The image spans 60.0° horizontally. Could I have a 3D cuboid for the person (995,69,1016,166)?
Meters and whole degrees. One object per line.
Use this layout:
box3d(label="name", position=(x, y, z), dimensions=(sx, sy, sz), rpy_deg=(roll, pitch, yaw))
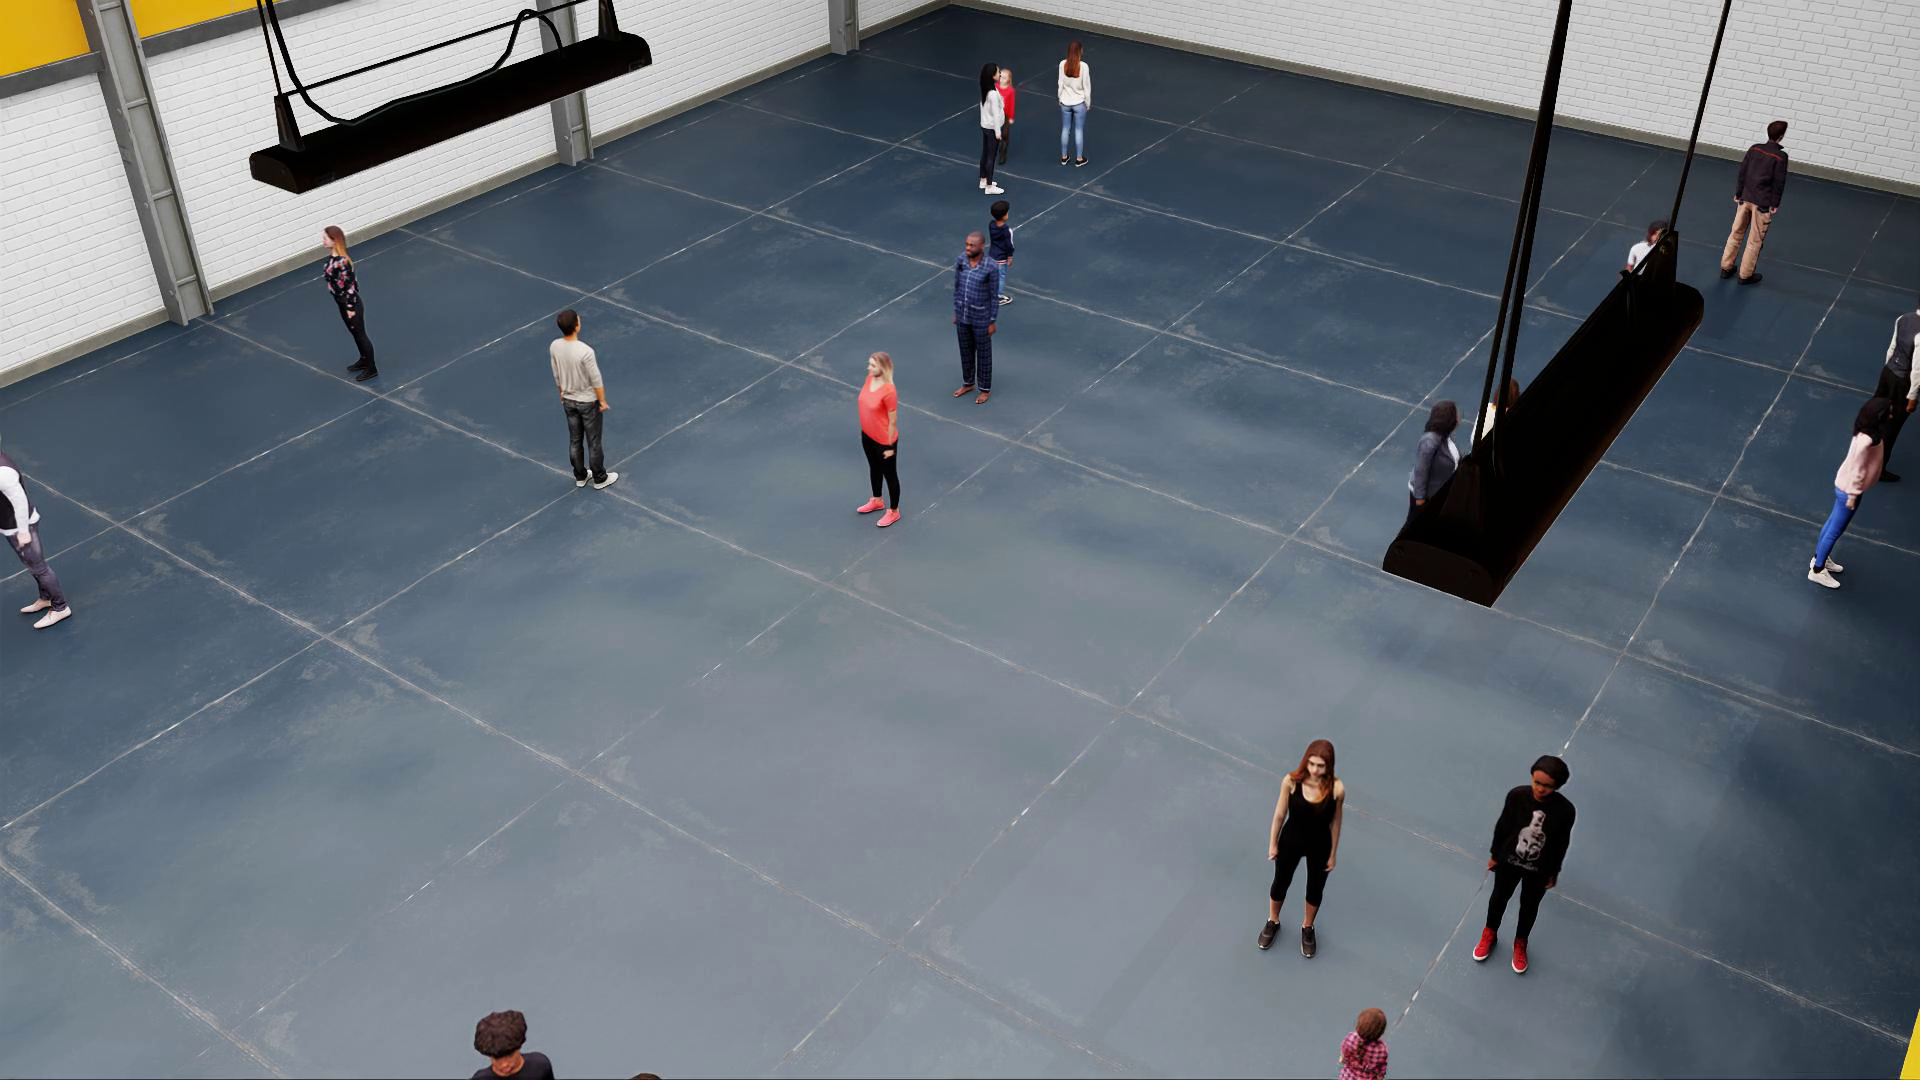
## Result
box3d(label="person", position=(0.598, -5.802, 22.688), dimensions=(0.569, 1.277, 0.679), rpy_deg=(14, 36, 19))

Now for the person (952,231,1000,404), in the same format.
box3d(label="person", position=(0.157, -2.284, 16.900), dimensions=(0.670, 1.824, 0.602), rpy_deg=(20, 38, 27))

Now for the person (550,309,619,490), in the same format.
box3d(label="person", position=(-3.523, -1.302, 15.435), dimensions=(0.697, 1.812, 0.635), rpy_deg=(12, 35, 17))

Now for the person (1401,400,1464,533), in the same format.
box3d(label="person", position=(4.038, -0.478, 14.406), dimensions=(0.821, 1.579, 0.620), rpy_deg=(28, 43, 35))

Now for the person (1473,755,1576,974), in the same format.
box3d(label="person", position=(3.591, 2.028, 10.549), dimensions=(0.635, 1.675, 0.592), rpy_deg=(14, 36, 21))

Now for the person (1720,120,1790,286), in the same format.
box3d(label="person", position=(9.236, -3.928, 19.284), dimensions=(0.716, 1.924, 0.774), rpy_deg=(-22, 39, -29))

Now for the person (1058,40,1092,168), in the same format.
box3d(label="person", position=(1.542, -5.902, 22.465), dimensions=(0.646, 1.691, 0.591), rpy_deg=(15, 37, 22))

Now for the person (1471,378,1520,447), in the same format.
box3d(label="person", position=(4.671, -0.668, 14.598), dimensions=(0.617, 1.683, 0.550), rpy_deg=(23, 40, 31))

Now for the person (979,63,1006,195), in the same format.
box3d(label="person", position=(0.396, -5.375, 21.664), dimensions=(0.737, 1.700, 0.705), rpy_deg=(-10, 35, -15))

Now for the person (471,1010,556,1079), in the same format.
box3d(label="person", position=(-2.311, 3.135, 8.771), dimensions=(0.670, 1.799, 0.761), rpy_deg=(-14, 36, -20))

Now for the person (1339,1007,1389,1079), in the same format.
box3d(label="person", position=(2.281, 3.098, 9.545), dimensions=(0.514, 1.004, 0.732), rpy_deg=(13, 36, 19))

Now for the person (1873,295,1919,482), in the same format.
box3d(label="person", position=(8.819, -1.476, 15.600), dimensions=(0.837, 1.919, 0.740), rpy_deg=(-1, 34, -1))

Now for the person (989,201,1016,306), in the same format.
box3d(label="person", position=(0.445, -3.281, 18.945), dimensions=(0.532, 1.222, 0.551), rpy_deg=(-26, 41, -33))

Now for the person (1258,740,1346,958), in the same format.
box3d(label="person", position=(2.214, 1.946, 10.627), dimensions=(0.642, 1.725, 0.620), rpy_deg=(9, 35, 13))

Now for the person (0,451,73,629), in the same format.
box3d(label="person", position=(-7.734, -0.118, 13.644), dimensions=(0.663, 1.822, 0.744), rpy_deg=(-26, 42, -34))

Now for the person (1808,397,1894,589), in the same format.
box3d(label="person", position=(7.585, -0.438, 14.173), dimensions=(0.717, 1.770, 0.507), rpy_deg=(17, 37, 24))

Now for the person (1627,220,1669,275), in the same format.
box3d(label="person", position=(7.149, -2.567, 17.456), dimensions=(0.774, 1.681, 1.195), rpy_deg=(13, 36, 18))

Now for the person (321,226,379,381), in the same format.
box3d(label="person", position=(-6.365, -2.482, 17.328), dimensions=(0.626, 1.683, 0.646), rpy_deg=(-20, 38, -27))

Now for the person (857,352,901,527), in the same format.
box3d(label="person", position=(-0.710, -0.932, 14.984), dimensions=(0.626, 1.694, 0.650), rpy_deg=(-23, 40, -31))
